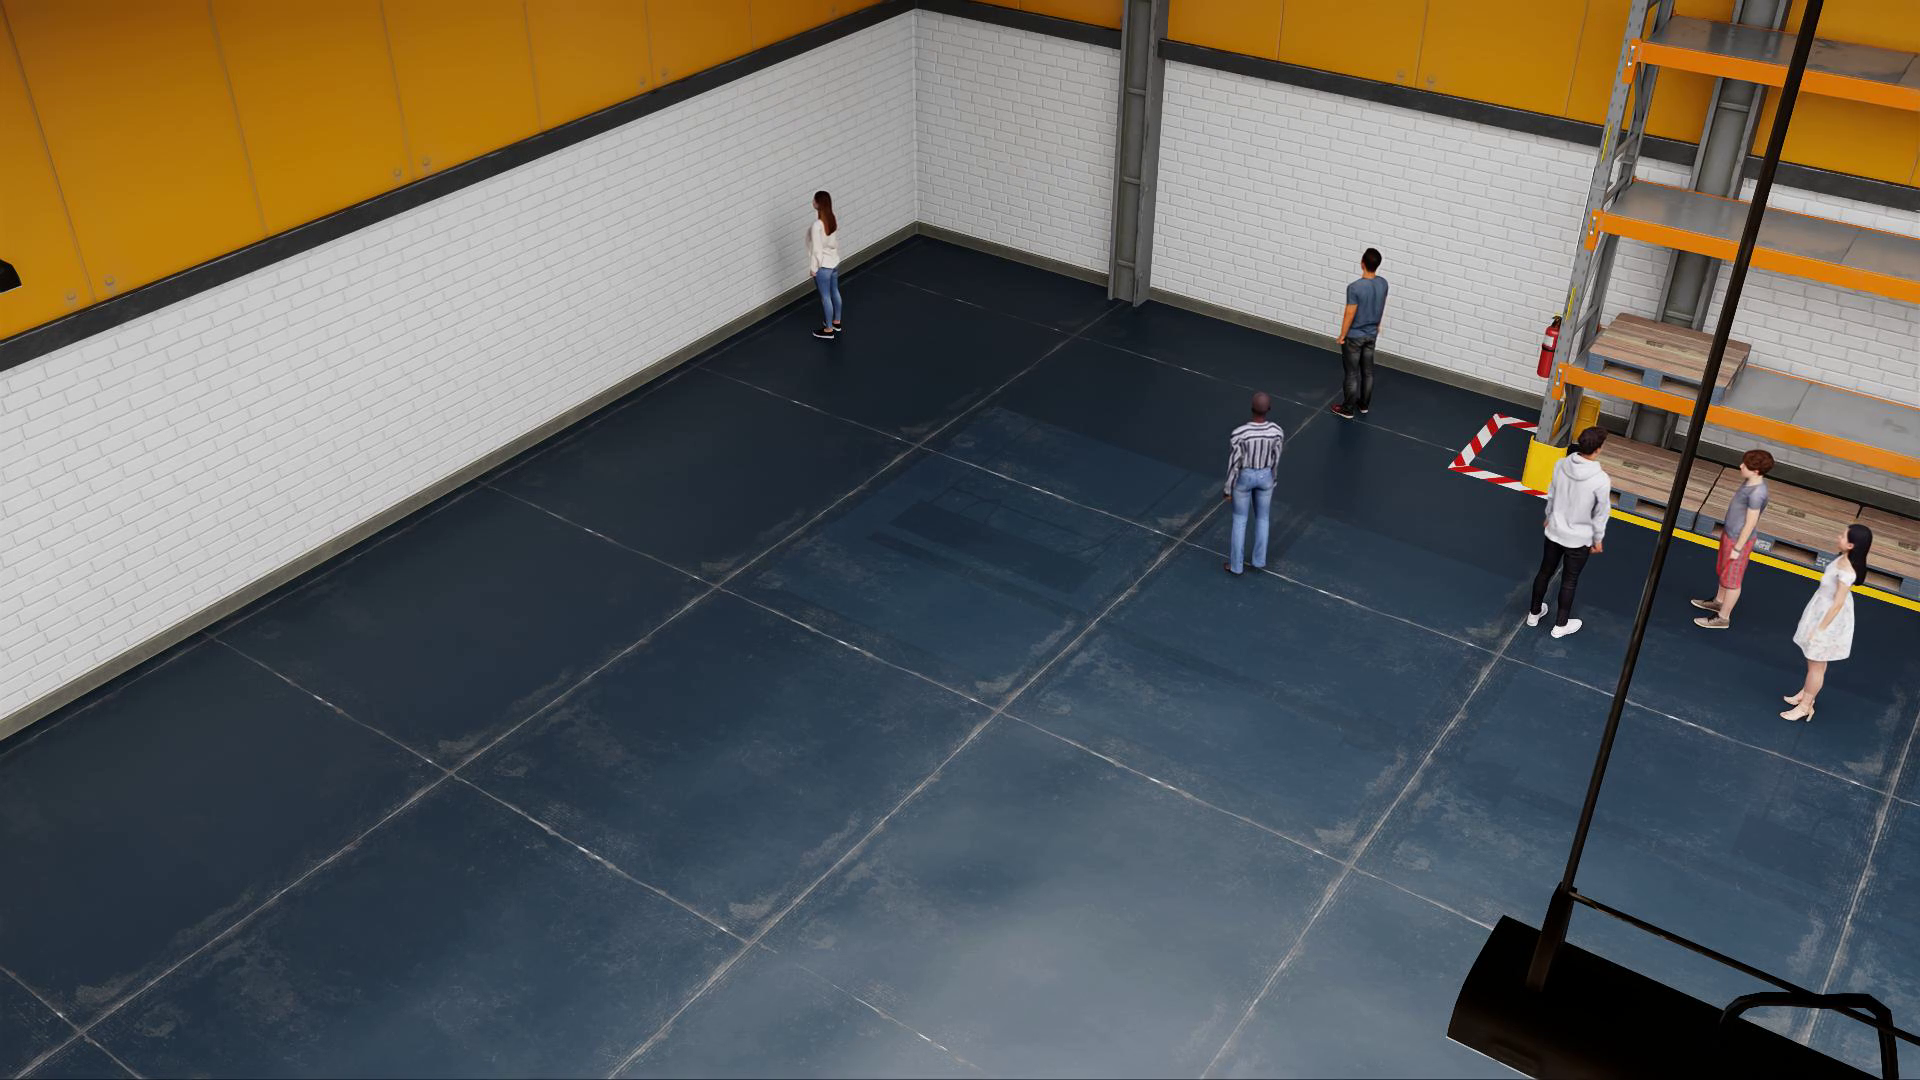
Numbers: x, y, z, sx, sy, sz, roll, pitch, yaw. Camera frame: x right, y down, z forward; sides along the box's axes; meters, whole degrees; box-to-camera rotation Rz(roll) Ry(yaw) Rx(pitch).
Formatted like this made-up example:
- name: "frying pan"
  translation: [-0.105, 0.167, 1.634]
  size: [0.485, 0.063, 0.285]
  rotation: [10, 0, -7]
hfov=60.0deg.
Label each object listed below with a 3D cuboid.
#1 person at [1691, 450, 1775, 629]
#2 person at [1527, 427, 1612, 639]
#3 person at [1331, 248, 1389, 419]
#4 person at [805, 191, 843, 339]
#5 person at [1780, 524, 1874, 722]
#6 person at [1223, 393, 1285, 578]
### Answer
- name: "person"
  translation: [6.472, -0.020, 13.817]
  size: [0.626, 1.650, 0.657]
  rotation: [9, 35, 14]
- name: "person"
  translation: [5.008, -0.078, 13.651]
  size: [0.792, 1.930, 0.608]
  rotation: [-27, 42, -35]
- name: "person"
  translation: [4.053, -2.089, 16.786]
  size: [0.725, 1.810, 0.716]
  rotation: [-15, 36, -21]
- name: "person"
  translation: [-1.480, -3.045, 18.332]
  size: [0.593, 1.691, 0.647]
  rotation: [15, 37, 22]
- name: "person"
  translation: [6.632, 0.632, 12.725]
  size: [0.623, 1.774, 0.641]
  rotation: [20, 38, 27]
- name: "person"
  translation: [2.529, -0.472, 14.366]
  size: [0.689, 1.796, 0.744]
  rotation: [-6, 34, -9]
